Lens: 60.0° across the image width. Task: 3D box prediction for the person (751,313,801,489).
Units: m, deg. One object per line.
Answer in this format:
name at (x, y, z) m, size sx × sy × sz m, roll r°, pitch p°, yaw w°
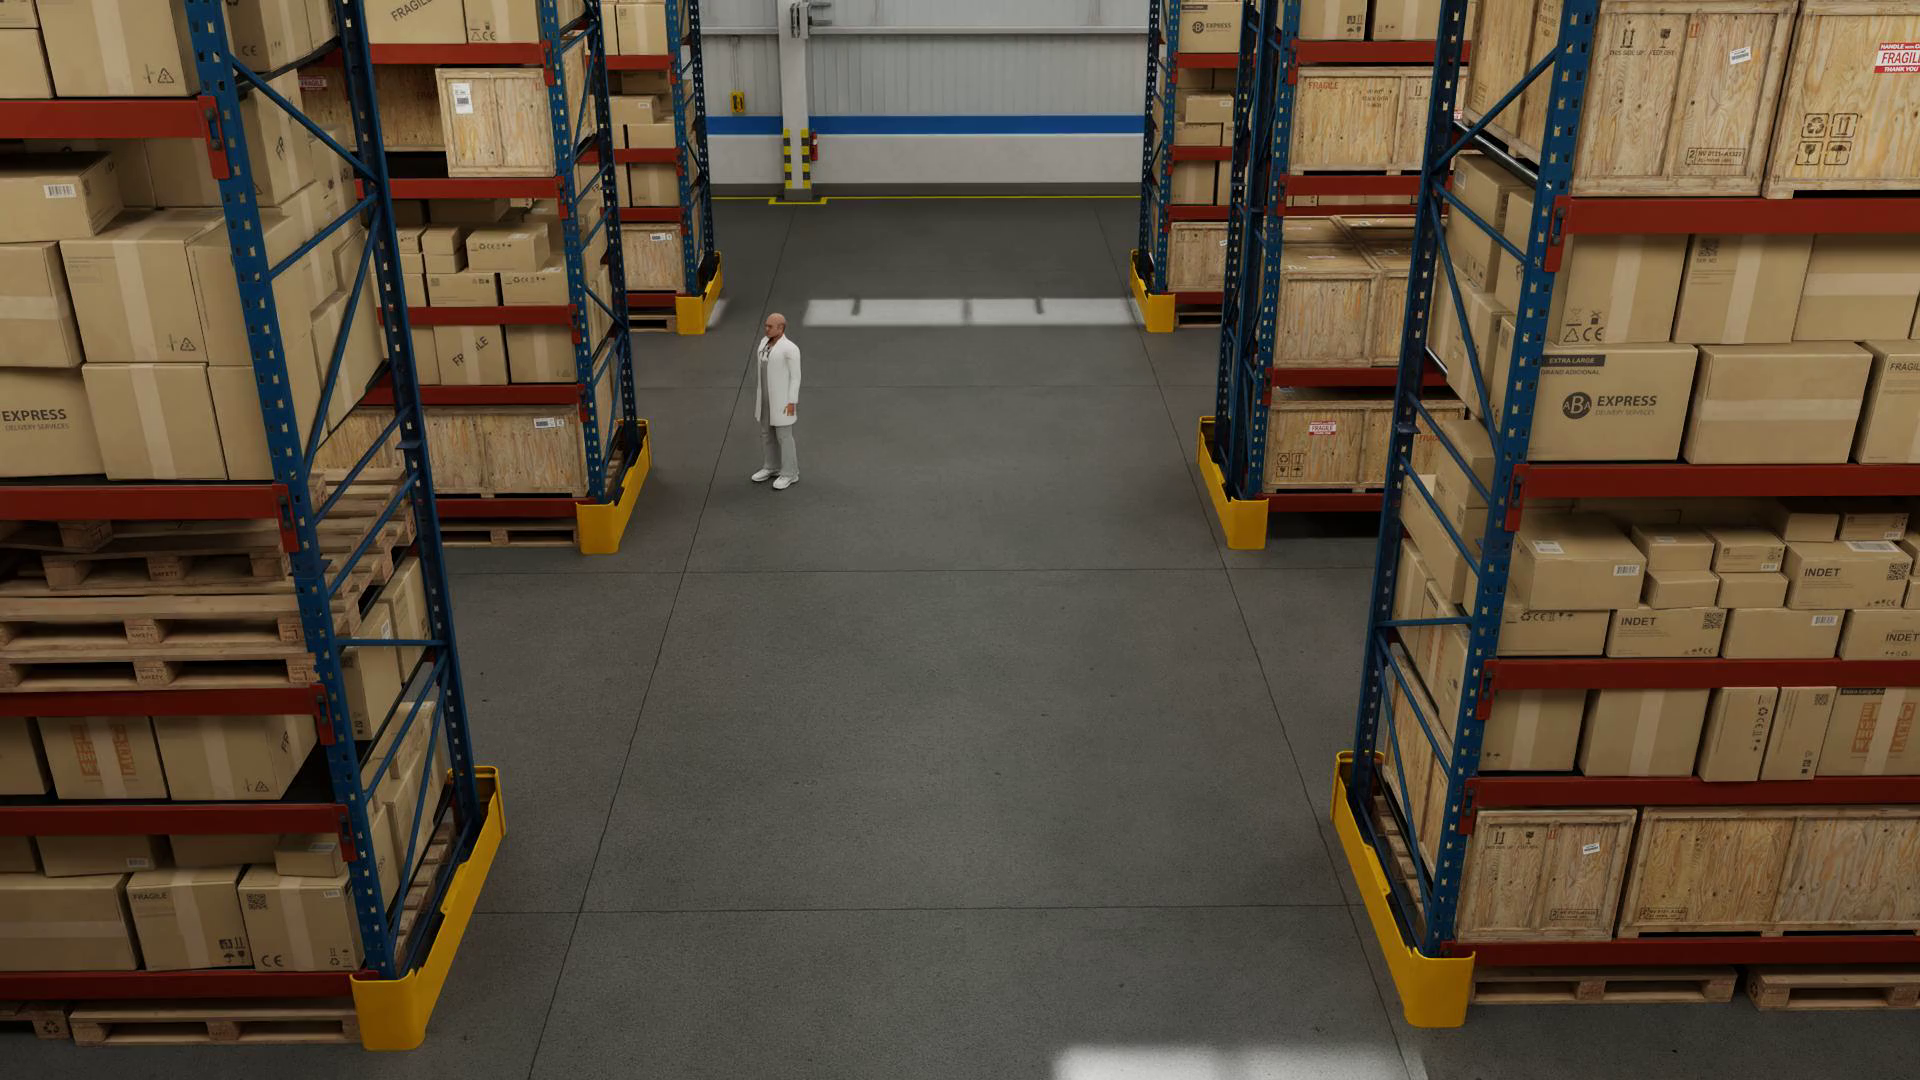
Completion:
person at (-1.900, -1.424, 16.905) m, size 0.565 × 1.780 × 0.416 m, roll 21°, pitch 32°, yaw 37°
